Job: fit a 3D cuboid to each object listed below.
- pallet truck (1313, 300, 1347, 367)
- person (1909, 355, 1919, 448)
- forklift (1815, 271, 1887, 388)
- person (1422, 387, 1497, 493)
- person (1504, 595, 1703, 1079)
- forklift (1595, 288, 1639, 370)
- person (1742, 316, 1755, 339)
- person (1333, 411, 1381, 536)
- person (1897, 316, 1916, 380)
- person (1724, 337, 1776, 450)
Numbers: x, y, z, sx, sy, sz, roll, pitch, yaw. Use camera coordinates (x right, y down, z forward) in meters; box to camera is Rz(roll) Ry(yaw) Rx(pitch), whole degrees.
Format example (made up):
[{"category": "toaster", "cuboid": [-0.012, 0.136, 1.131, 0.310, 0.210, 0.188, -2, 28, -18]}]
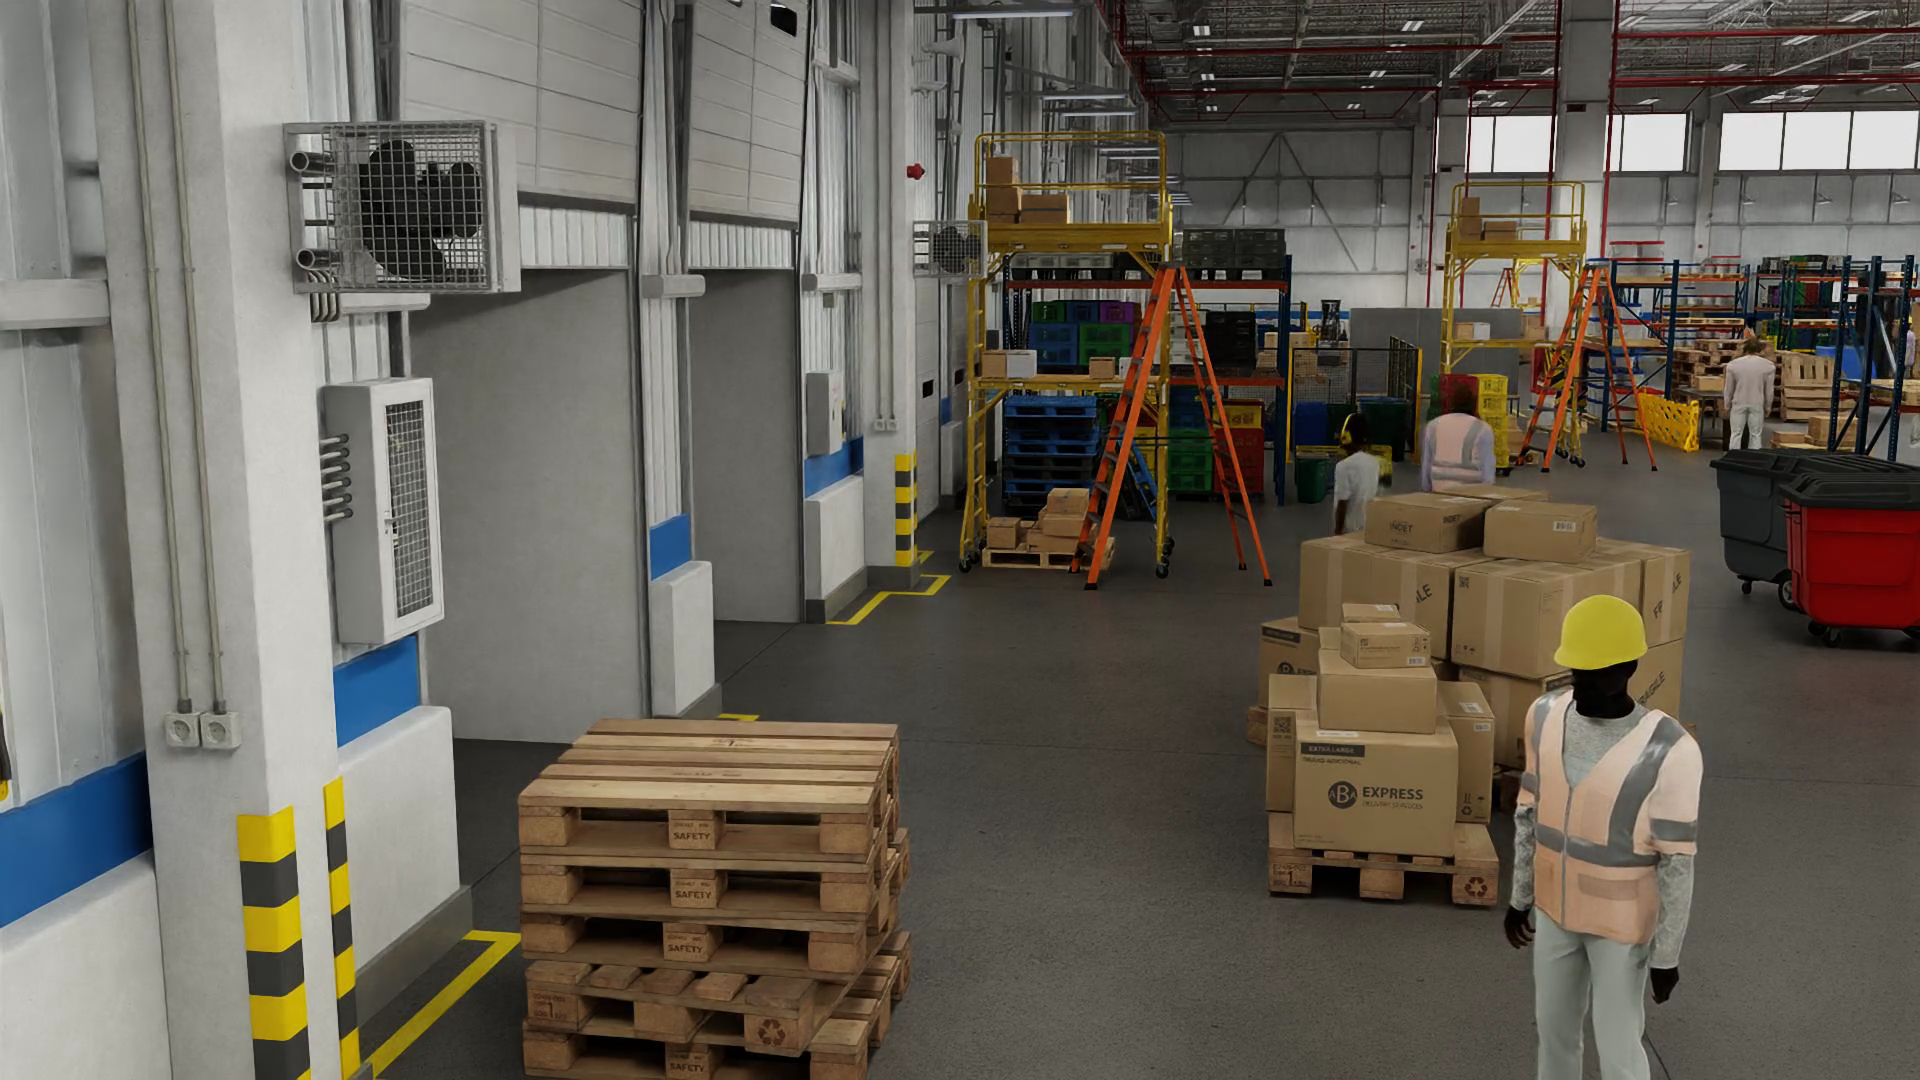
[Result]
[{"category": "pallet truck", "cuboid": [11.159, -6.200, 49.718, 0.823, 1.965, 1.885, 4, 10, 26]}, {"category": "person", "cuboid": [15.507, -2.336, 26.707, 0.335, 1.734, 0.487, 5, 11, 29]}, {"category": "forklift", "cuboid": [20.825, -4.777, 38.230, 1.873, 2.768, 1.129, 1, 9, 9]}, {"category": "person", "cuboid": [4.412, -0.435, 14.705, 0.447, 1.826, 0.647, -8, 12, -42]}, {"category": "person", "cuboid": [1.877, 1.101, 4.947, 0.393, 1.918, 0.589, -5, 11, -30]}, {"category": "forklift", "cuboid": [17.937, -6.108, 46.435, 1.873, 2.768, 1.129, -3, 10, -17]}, {"category": "person", "cuboid": [19.988, -4.832, 42.208, 0.317, 1.695, 0.540, 7, 12, 37]}, {"category": "person", "cuboid": [2.846, 0.012, 11.880, 0.636, 1.854, 0.515, 9, 13, 44]}, {"category": "person", "cuboid": [19.570, -3.692, 34.476, 0.381, 1.923, 0.591, 6, 11, 31]}, {"category": "person", "cuboid": [10.939, -1.849, 23.099, 0.630, 1.931, 0.367, 3, 10, 20]}]
